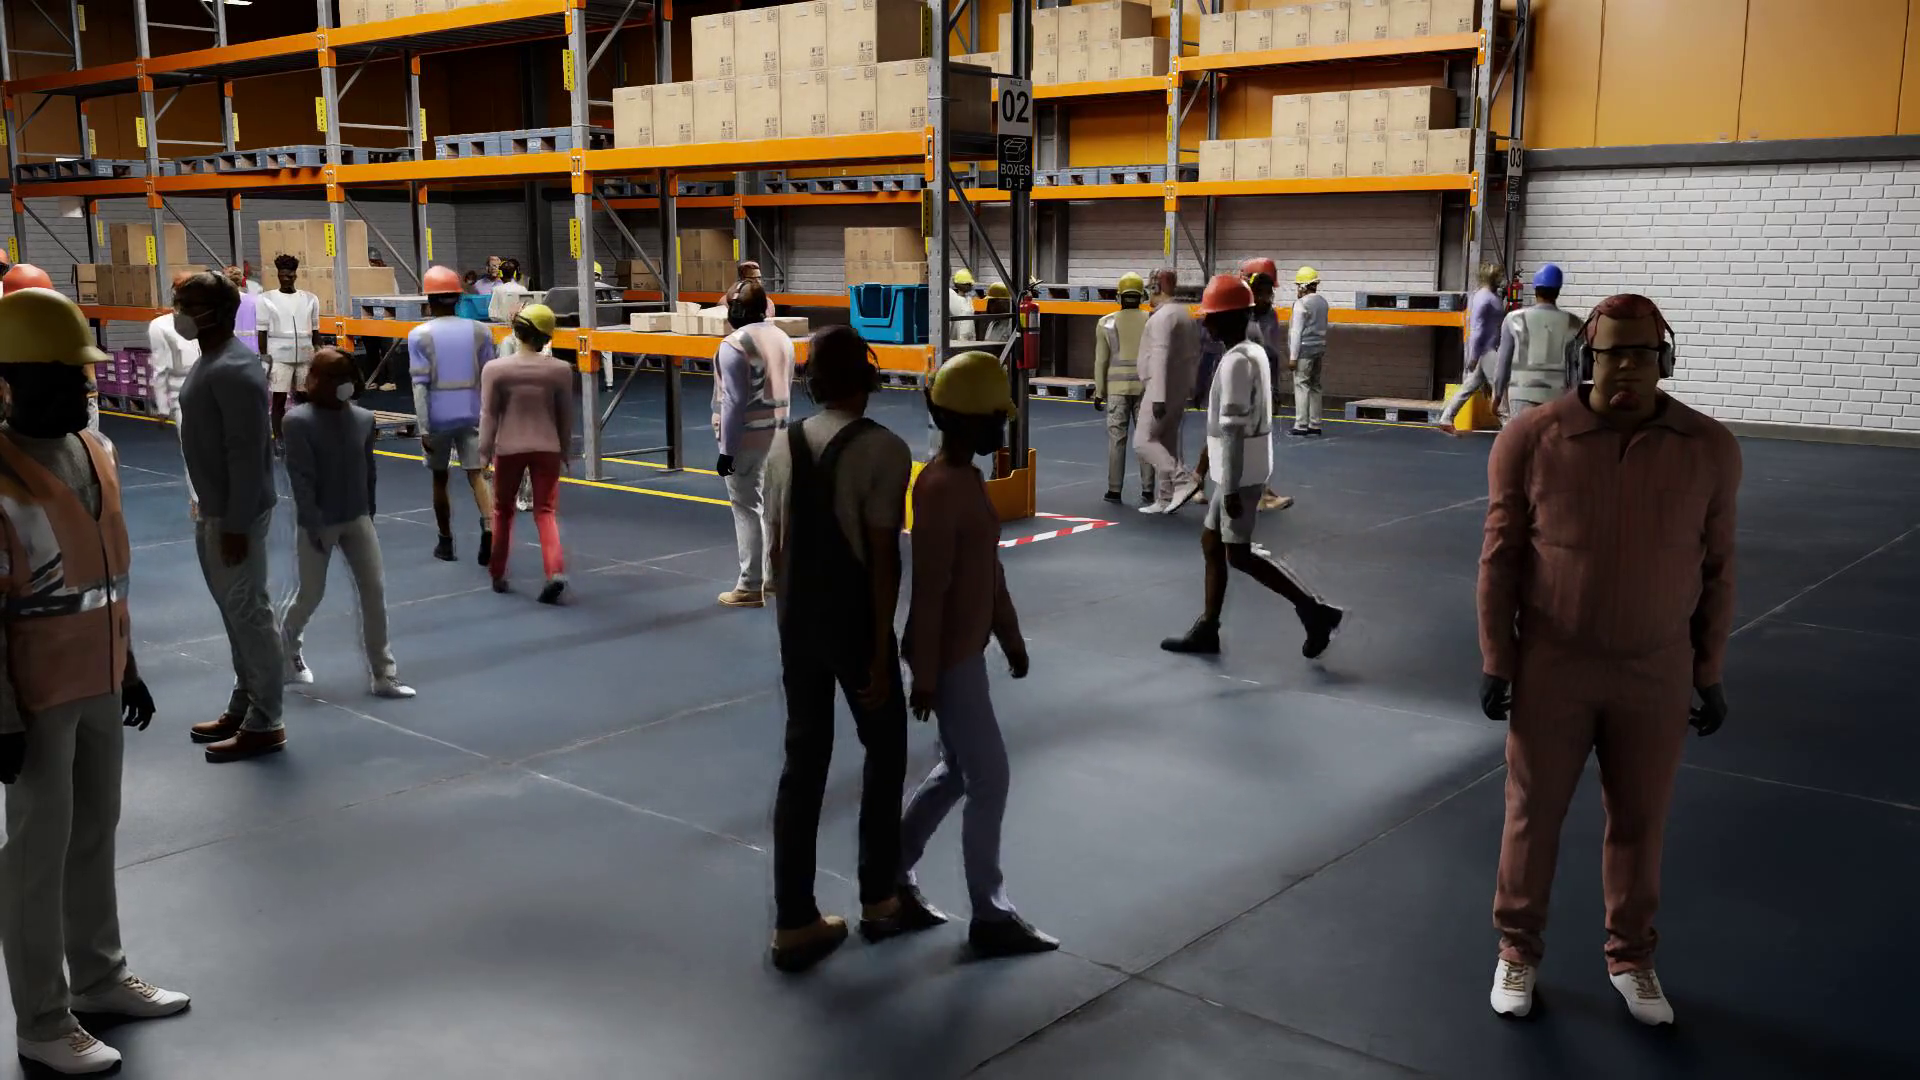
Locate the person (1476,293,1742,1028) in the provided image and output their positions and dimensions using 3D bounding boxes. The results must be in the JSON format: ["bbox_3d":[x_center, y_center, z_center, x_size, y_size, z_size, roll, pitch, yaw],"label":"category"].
[{"bbox_3d":[1.677,0.321,4.337,0.647,1.908,0.409,2,10,9],"label":"person"}]

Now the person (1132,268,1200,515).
[{"bbox_3d":[1.547,-1.105,12.561,0.463,1.881,0.656,4,11,21],"label":"person"}]

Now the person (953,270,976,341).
[{"bbox_3d":[0.031,-2.459,20.623,0.342,1.753,0.555,5,11,28],"label":"person"}]

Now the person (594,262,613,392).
[{"bbox_3d":[-5.109,-2.979,23.333,0.602,1.829,0.404,-5,11,-26],"label":"person"}]

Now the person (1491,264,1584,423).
[{"bbox_3d":[4.251,-1.061,12.198,0.608,1.917,0.899,1,10,5],"label":"person"}]

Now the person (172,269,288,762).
[{"bbox_3d":[-2.921,-0.100,6.637,0.364,1.939,0.636,-6,12,-31],"label":"person"}]

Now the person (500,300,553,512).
[{"bbox_3d":[-3.263,-1.005,12.659,0.368,1.623,0.539,5,11,26],"label":"person"}]

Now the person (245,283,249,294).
[{"bbox_3d":[-9.615,-2.696,22.290,0.501,1.631,0.287,-5,11,-27],"label":"person"}]

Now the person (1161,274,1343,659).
[{"bbox_3d":[1.439,-0.333,8.094,0.843,1.907,0.544,3,10,18],"label":"person"}]

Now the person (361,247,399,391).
[{"bbox_3d":[-8.350,-3.147,23.698,0.682,2.000,0.537,5,11,26],"label":"person"}]

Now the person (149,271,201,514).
[{"bbox_3d":[-5.432,-0.972,11.835,0.578,1.866,0.648,-8,13,-39],"label":"person"}]

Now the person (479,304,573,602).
[{"bbox_3d":[-2.489,-0.502,9.592,0.542,1.709,0.763,-3,10,-16],"label":"person"}]

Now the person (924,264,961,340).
[{"bbox_3d":[-0.173,-1.541,14.850,0.372,1.940,0.631,1,10,7],"label":"person"}]

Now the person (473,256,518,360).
[{"bbox_3d":[-6.250,-2.856,22.413,0.647,1.913,0.409,0,10,-1],"label":"person"}]

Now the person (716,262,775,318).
[{"bbox_3d":[-1.923,-1.593,15.272,0.635,1.899,0.401,-8,13,-40],"label":"person"}]

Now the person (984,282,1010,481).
[{"bbox_3d":[0.334,-1.270,13.856,0.298,1.745,0.484,-5,11,-28],"label":"person"}]

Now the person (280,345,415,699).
[{"bbox_3d":[-2.859,-0.092,7.544,0.795,1.594,0.484,7,12,37],"label":"person"}]

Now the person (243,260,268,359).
[{"bbox_3d":[-9.645,-2.841,22.466,0.580,1.858,0.707,-7,12,-35],"label":"person"}]

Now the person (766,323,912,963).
[{"bbox_3d":[-0.361,0.285,4.821,0.523,1.800,0.689,5,11,28],"label":"person"}]

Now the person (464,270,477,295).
[{"bbox_3d":[-9.291,-4.333,31.687,0.325,1.609,0.643,-7,12,-34],"label":"person"}]

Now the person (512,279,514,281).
[{"bbox_3d":[-7.387,-3.586,26.696,1.007,1.870,0.590,8,13,40],"label":"person"}]

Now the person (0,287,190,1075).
[{"bbox_3d":[-2.228,0.344,4.144,0.367,1.927,0.590,1,10,5],"label":"person"}]

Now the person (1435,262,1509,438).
[{"bbox_3d":[5.526,-1.975,17.495,1.055,1.893,0.634,5,11,25],"label":"person"}]

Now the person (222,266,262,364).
[{"bbox_3d":[-7.259,-1.836,16.794,0.374,1.840,0.569,8,13,40],"label":"person"}]

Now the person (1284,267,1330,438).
[{"bbox_3d":[3.709,-2.002,17.817,0.404,1.824,0.586,8,13,40],"label":"person"}]

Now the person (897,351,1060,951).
[{"bbox_3d":[-0.013,0.326,4.786,0.587,1.740,0.539,2,10,9],"label":"person"}]

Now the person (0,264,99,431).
[{"bbox_3d":[-4.903,-0.497,8.906,0.549,1.937,0.360,-1,10,-6],"label":"person"}]

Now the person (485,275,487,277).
[{"bbox_3d":[-6.888,-3.058,24.308,0.576,1.652,0.595,-7,12,-36],"label":"person"}]

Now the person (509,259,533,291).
[{"bbox_3d":[-7.579,-3.867,28.363,0.633,1.841,0.429,-3,10,-16],"label":"person"}]

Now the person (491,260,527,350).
[{"bbox_3d":[-5.708,-2.600,21.073,0.321,1.871,0.532,9,14,42],"label":"person"}]

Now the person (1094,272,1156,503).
[{"bbox_3d":[1.350,-1.203,13.218,0.588,1.835,0.403,-1,10,-6],"label":"person"}]

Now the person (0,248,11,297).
[{"bbox_3d":[-8.951,-1.721,15.566,0.605,2.045,0.379,-8,13,-39],"label":"person"}]

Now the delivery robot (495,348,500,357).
[{"bbox_3d":[-7.552,-3.237,28.159,0.707,0.478,0.477,1,10,5],"label":"delivery robot"}]

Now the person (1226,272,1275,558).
[{"bbox_3d":[1.894,-0.821,10.960,0.311,1.863,0.535,0,10,1],"label":"person"}]

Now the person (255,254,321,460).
[{"bbox_3d":[-6.435,-1.759,16.012,0.610,1.963,0.366,-8,13,-38],"label":"person"}]

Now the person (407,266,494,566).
[{"bbox_3d":[-3.189,-0.775,10.551,0.538,1.917,0.830,-6,11,-30],"label":"person"}]

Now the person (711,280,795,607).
[{"bbox_3d":[-1.188,-0.543,9.438,0.429,1.841,0.633,5,11,26],"label":"person"}]

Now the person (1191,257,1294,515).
[{"bbox_3d":[2.143,-1.192,12.846,0.612,1.951,1.138,-7,12,-36],"label":"person"}]
